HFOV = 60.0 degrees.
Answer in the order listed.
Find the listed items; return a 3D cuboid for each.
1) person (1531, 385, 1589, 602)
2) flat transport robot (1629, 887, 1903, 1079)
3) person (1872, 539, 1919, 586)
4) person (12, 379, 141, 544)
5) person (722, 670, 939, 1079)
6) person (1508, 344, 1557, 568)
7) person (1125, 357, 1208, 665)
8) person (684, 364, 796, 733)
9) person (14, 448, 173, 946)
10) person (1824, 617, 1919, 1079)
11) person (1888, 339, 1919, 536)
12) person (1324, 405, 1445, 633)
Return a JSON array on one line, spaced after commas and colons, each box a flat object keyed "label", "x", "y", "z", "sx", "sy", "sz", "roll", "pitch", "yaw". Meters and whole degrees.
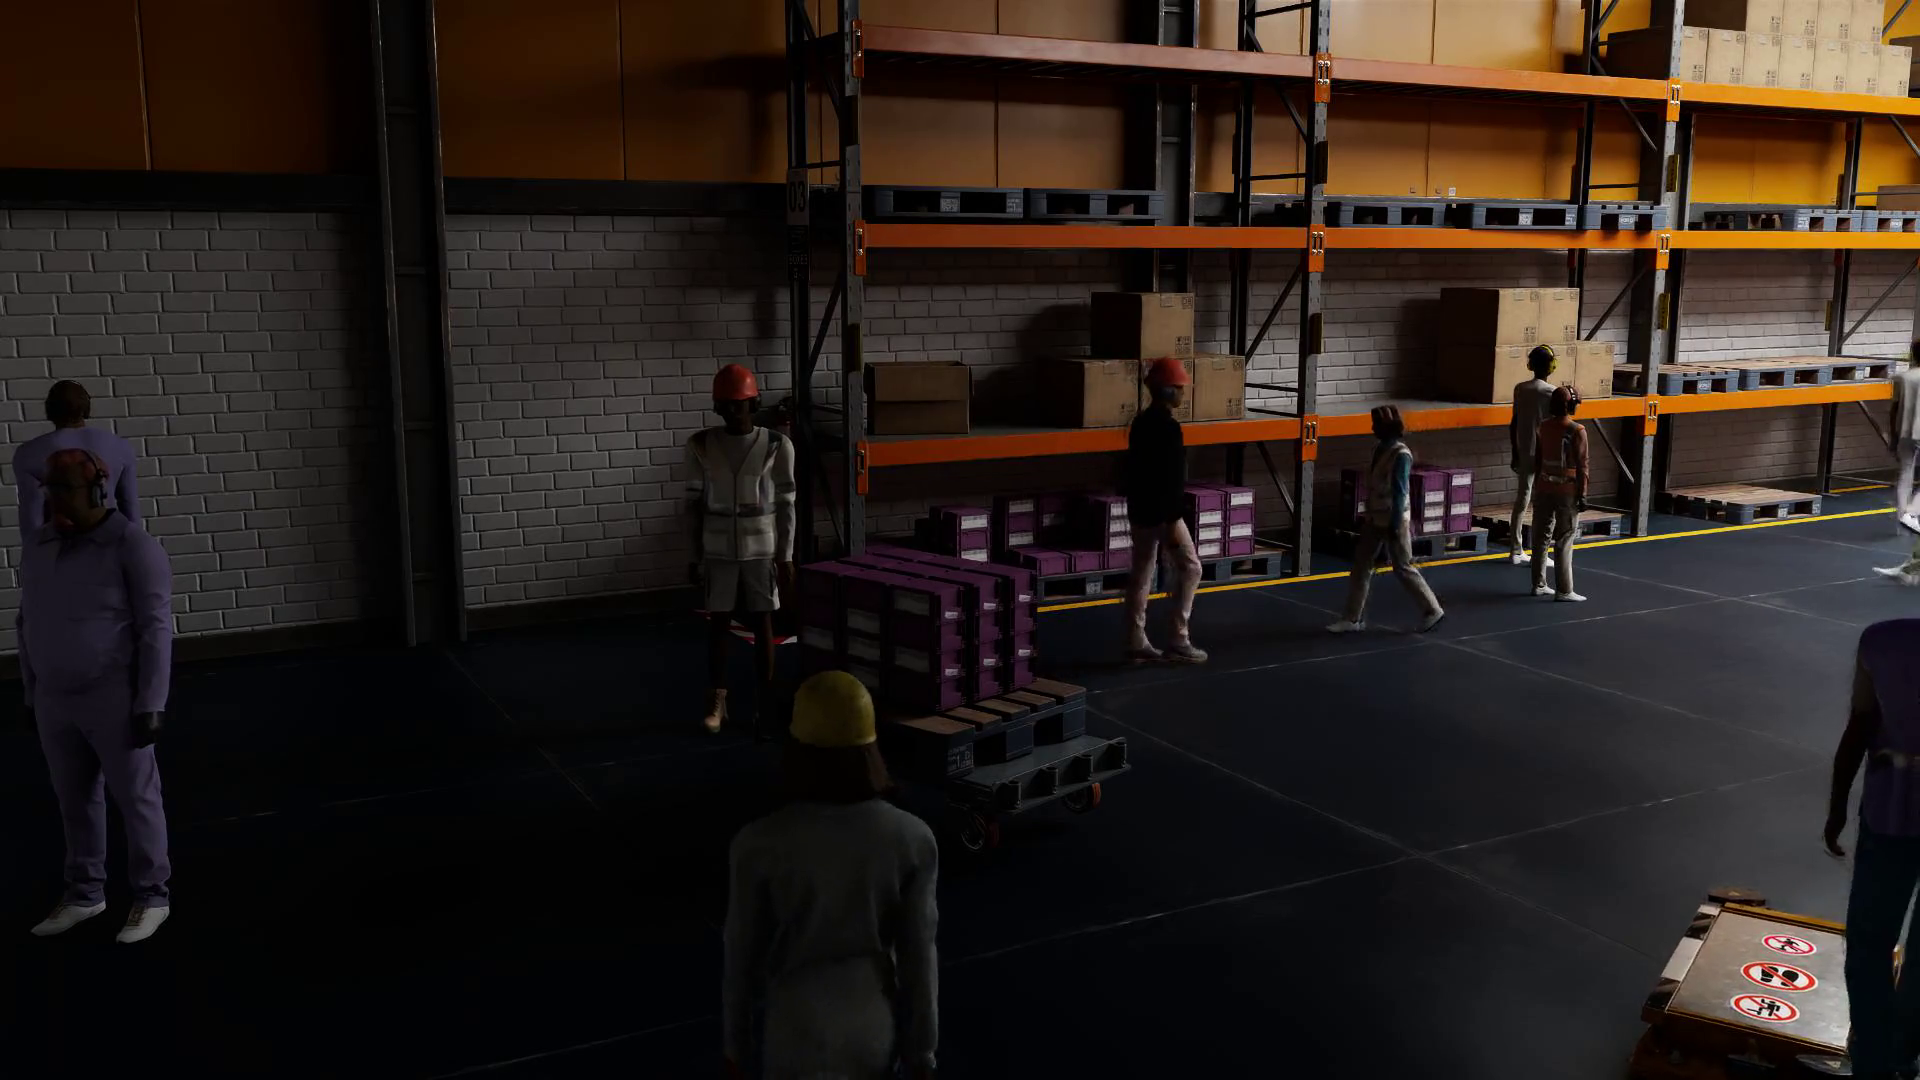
[{"label": "person", "x": 4.549, "y": -0.350, "z": 12.611, "sx": 0.307, "sy": 1.641, "sz": 0.513, "roll": -5, "pitch": 11, "yaw": -24}, {"label": "flat transport robot", "x": 2.780, "y": 1.542, "z": 5.658, "sx": 0.652, "sy": 0.197, "sz": 1.431, "roll": 6, "pitch": 12, "yaw": 33}, {"label": "person", "x": 7.671, "y": -0.480, "z": 12.854, "sx": 0.965, "sy": 1.822, "sz": 0.514, "roll": 3, "pitch": 10, "yaw": 16}, {"label": "person", "x": -4.925, "y": 0.069, "z": 9.338, "sx": 0.634, "sy": 1.940, "sz": 0.367, "roll": -9, "pitch": 14, "yaw": -43}, {"label": "person", "x": -0.275, "y": 1.149, "z": 3.803, "sx": 0.490, "sy": 1.708, "sz": 0.877, "roll": -3, "pitch": 10, "yaw": -18}, {"label": "person", "x": 4.849, "y": -0.700, "z": 13.963, "sx": 0.319, "sy": 1.872, "sz": 0.532, "roll": -5, "pitch": 11, "yaw": -28}, {"label": "person", "x": 1.340, "y": -0.171, "z": 10.608, "sx": 0.649, "sy": 1.974, "sz": 0.646, "roll": -4, "pitch": 10, "yaw": -20}, {"label": "person", "x": -1.201, "y": 0.057, "z": 9.106, "sx": 0.609, "sy": 2.043, "sz": 0.397, "roll": 0, "pitch": 10, "yaw": 1}, {"label": "person", "x": -3.333, "y": 0.598, "z": 6.377, "sx": 0.641, "sy": 1.912, "sz": 0.410, "roll": 2, "pitch": 10, "yaw": 12}, {"label": "person", "x": 2.904, "y": 0.900, "z": 4.956, "sx": 0.618, "sy": 1.797, "sz": 0.793, "roll": 5, "pitch": 11, "yaw": 28}, {"label": "person", "x": 8.876, "y": -0.944, "z": 15.395, "sx": 0.385, "sy": 1.859, "sz": 0.548, "roll": -5, "pitch": 11, "yaw": -29}, {"label": "person", "x": 2.989, "y": -0.136, "z": 11.474, "sx": 0.815, "sy": 1.604, "sz": 0.529, "roll": -2, "pitch": 10, "yaw": -12}]
